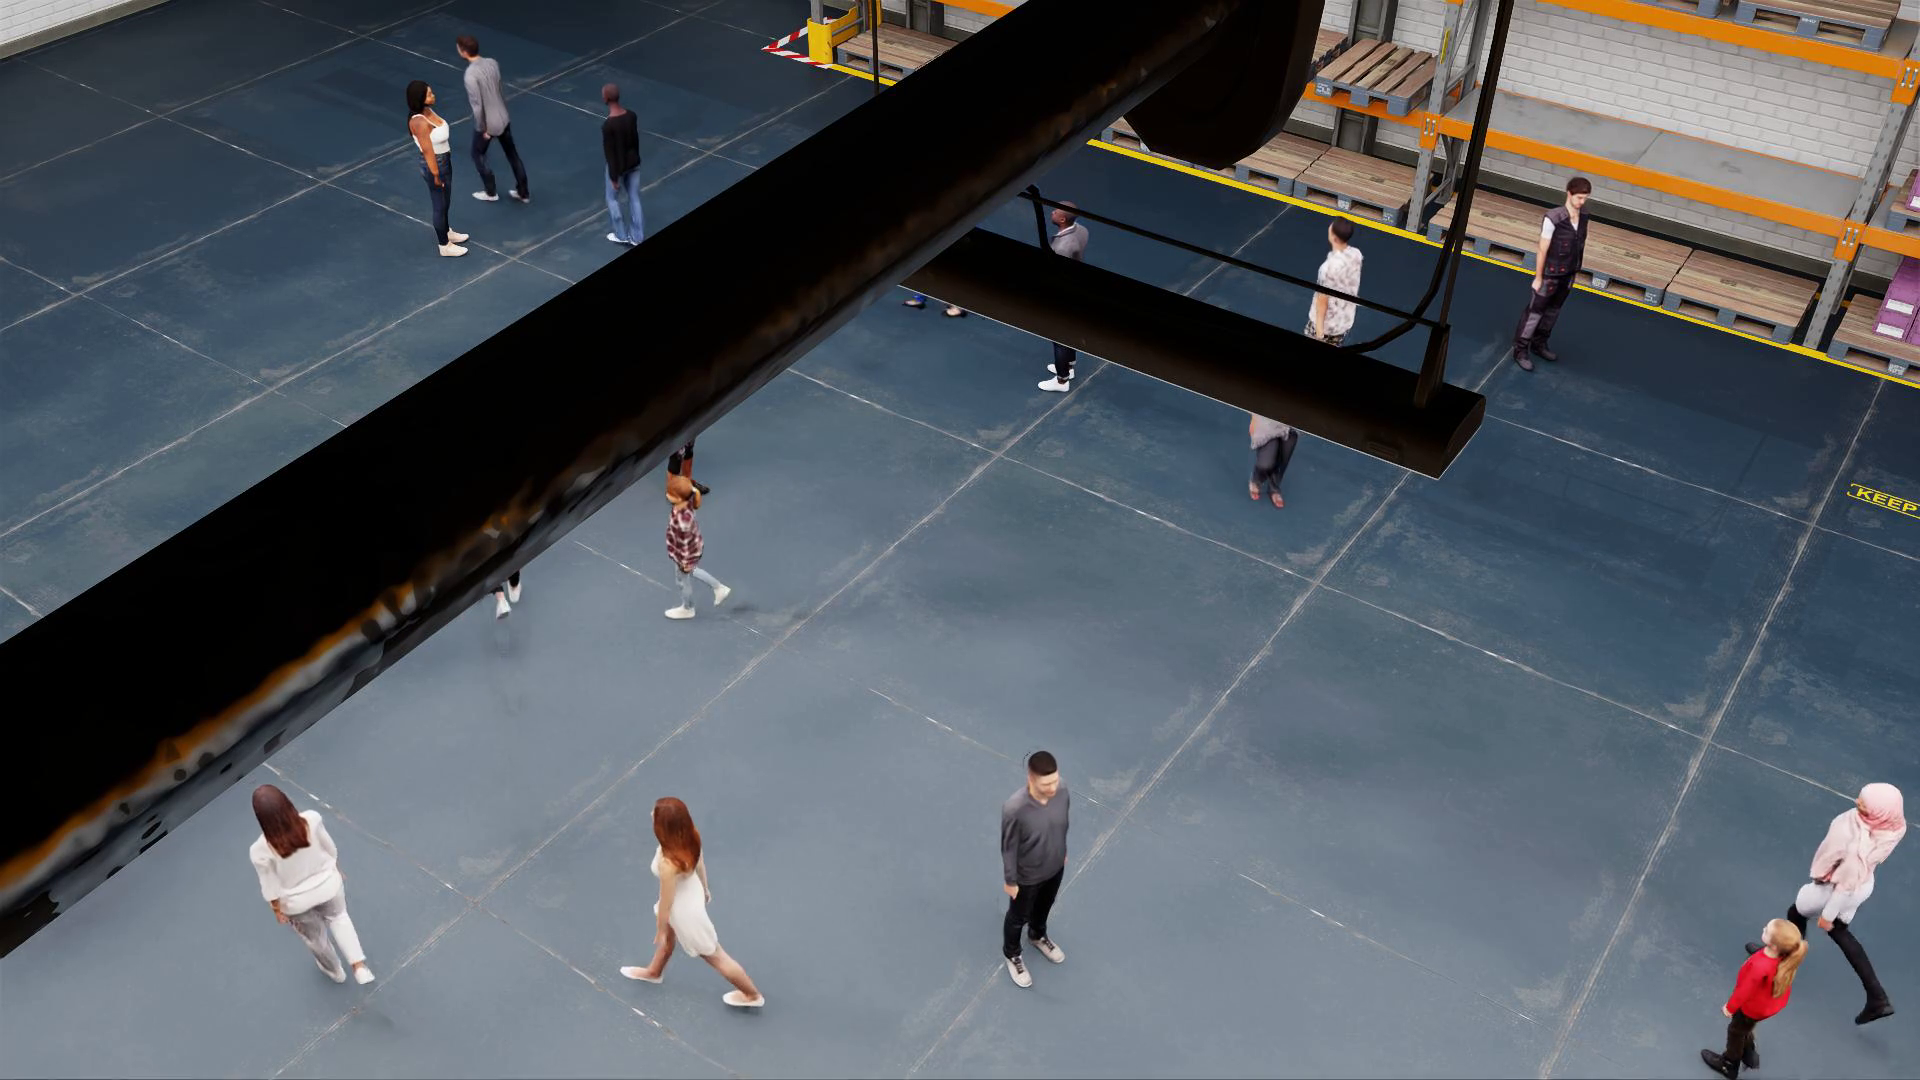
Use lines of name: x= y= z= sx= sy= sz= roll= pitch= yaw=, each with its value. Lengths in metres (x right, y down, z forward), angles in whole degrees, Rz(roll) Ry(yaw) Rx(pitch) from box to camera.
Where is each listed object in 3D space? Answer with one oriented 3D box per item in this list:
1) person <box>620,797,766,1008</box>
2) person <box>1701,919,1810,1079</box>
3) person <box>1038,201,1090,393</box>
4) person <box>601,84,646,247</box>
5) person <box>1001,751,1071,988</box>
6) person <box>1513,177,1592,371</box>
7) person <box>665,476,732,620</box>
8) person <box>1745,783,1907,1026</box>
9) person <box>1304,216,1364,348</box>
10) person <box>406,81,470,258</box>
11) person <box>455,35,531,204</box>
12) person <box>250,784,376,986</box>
person: x=-1.474 y=2.117 z=9.449 sx=1.217 sy=1.664 sz=0.892 roll=8 pitch=39 yaw=10
person: x=4.448 y=2.577 z=9.186 sx=0.575 sy=1.273 sz=0.605 roll=-24 pitch=44 yaw=-27
person: x=0.917 y=-2.150 z=14.669 sx=0.683 sy=1.817 sz=0.787 roll=13 pitch=40 yaw=16
person: x=-3.320 y=-3.723 z=16.703 sx=0.709 sy=1.737 sz=0.654 roll=31 pitch=48 yaw=33
person: x=0.442 y=1.873 z=9.676 sx=0.674 sy=1.761 sz=0.617 roll=-27 pitch=46 yaw=-29
person: x=5.355 y=-2.429 z=14.995 sx=0.737 sy=1.847 sz=0.726 roll=-19 pitch=42 yaw=-22
person: x=-1.969 y=0.056 z=12.322 sx=0.836 sy=1.298 sz=0.749 roll=-1 pitch=39 yaw=-1
person: x=5.092 y=2.051 z=9.445 sx=0.833 sy=1.772 sz=1.155 roll=-28 pitch=46 yaw=-30
person: x=3.295 y=-1.929 z=14.411 sx=0.863 sy=1.794 sz=1.051 roll=-25 pitch=45 yaw=-28
person: x=-5.269 y=-3.733 z=16.657 sx=0.805 sy=1.809 sz=0.743 roll=-7 pitch=39 yaw=-8
person: x=-4.843 y=-4.346 z=17.400 sx=0.854 sy=1.839 sz=0.773 roll=22 pitch=44 yaw=26
person: x=-3.697 y=2.035 z=9.537 sx=0.834 sy=1.682 sz=0.692 roll=32 pitch=48 yaw=33
